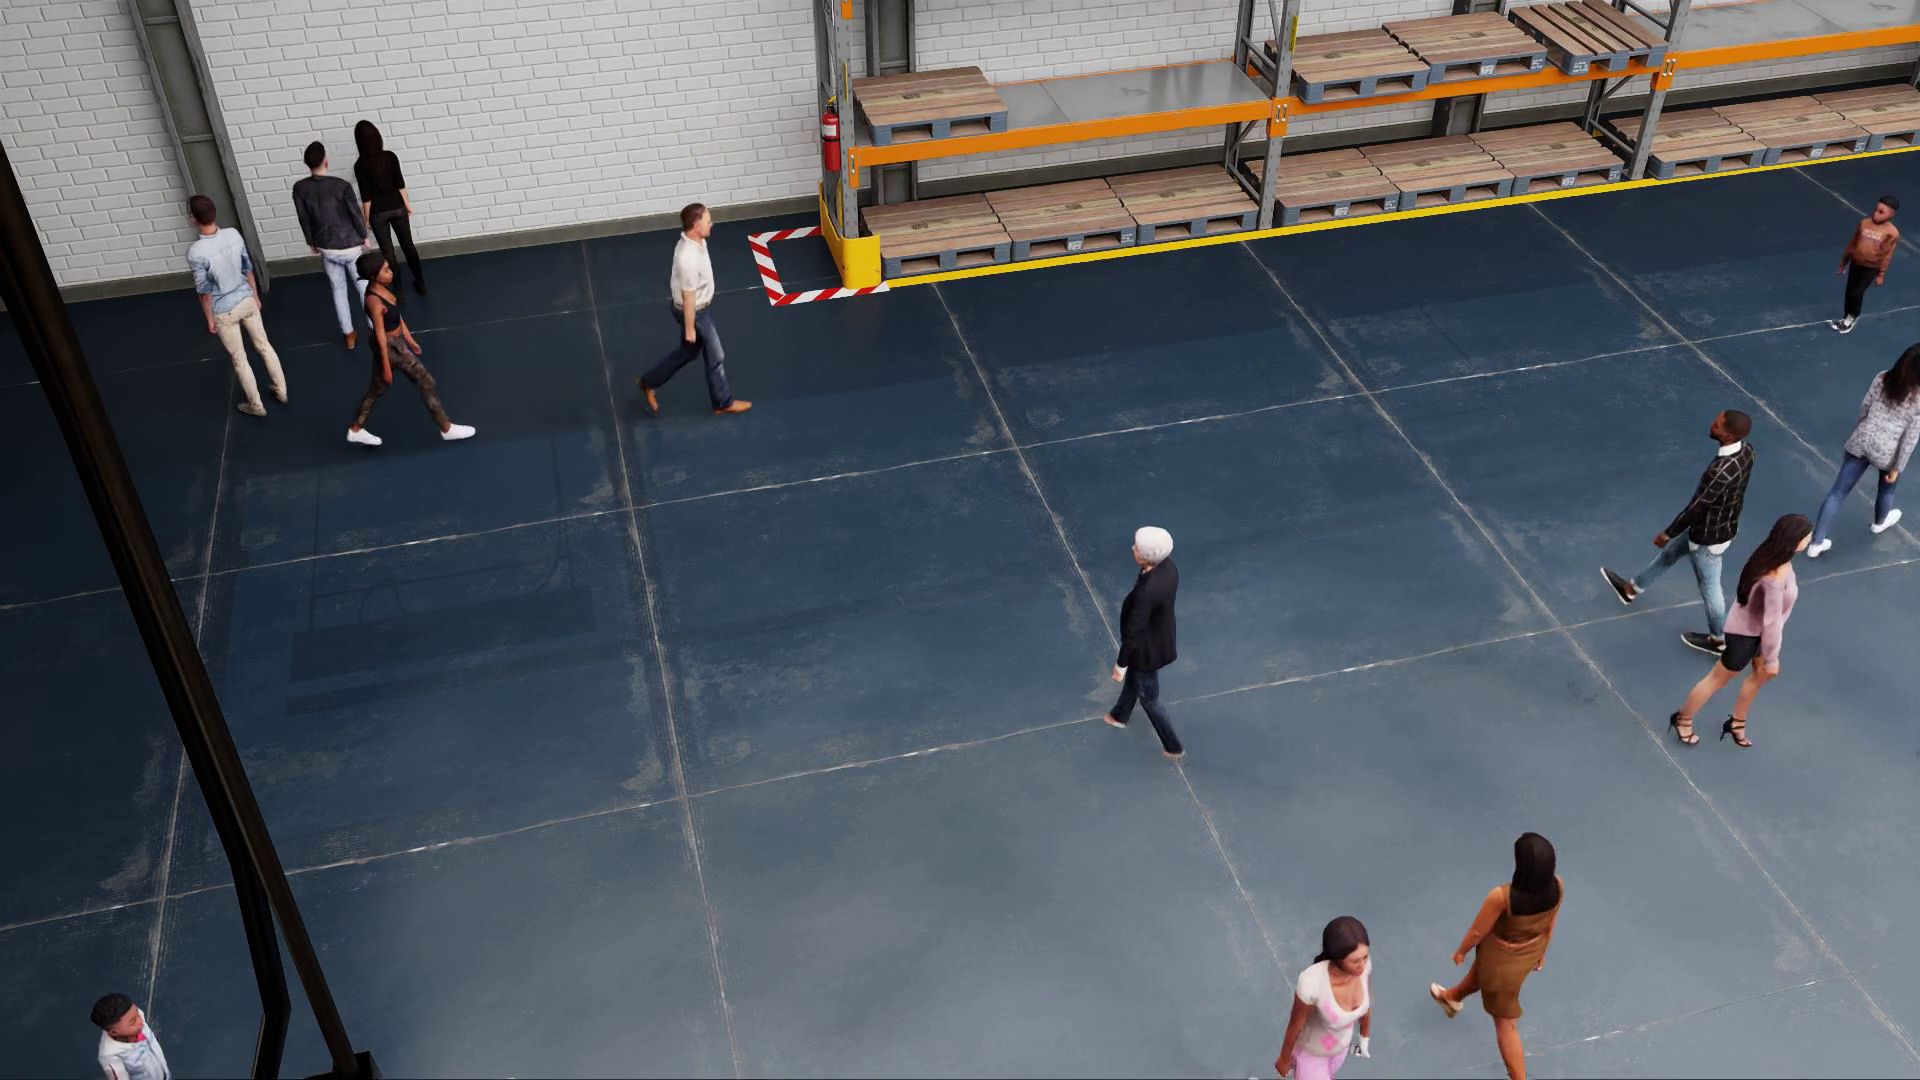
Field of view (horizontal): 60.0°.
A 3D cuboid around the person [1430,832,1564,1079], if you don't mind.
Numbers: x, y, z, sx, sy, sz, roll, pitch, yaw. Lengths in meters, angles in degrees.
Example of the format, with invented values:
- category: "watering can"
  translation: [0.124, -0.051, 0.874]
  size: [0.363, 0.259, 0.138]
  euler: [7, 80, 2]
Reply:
- category: "person"
  translation: [2.720, 2.128, 8.133]
  size: [1.079, 1.642, 0.723]
  euler: [-14, 41, -17]

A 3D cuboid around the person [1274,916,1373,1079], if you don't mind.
- category: "person"
  translation: [1.637, 2.320, 7.820]
  size: [0.641, 1.732, 0.750]
  euler: [-22, 44, -25]

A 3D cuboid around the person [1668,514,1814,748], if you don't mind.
- category: "person"
  translation: [4.603, 0.565, 9.970]
  size: [0.904, 1.792, 0.842]
  euler: [18, 42, 21]

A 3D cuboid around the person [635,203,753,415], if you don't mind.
- category: "person"
  translation: [-2.163, -1.730, 12.830]
  size: [1.219, 1.809, 0.864]
  euler: [2, 39, 2]

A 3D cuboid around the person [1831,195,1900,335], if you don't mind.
- category: "person"
  translation: [7.693, -2.340, 14.047]
  size: [0.568, 1.244, 0.577]
  euler: [-20, 43, -23]

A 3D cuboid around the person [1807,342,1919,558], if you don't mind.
- category: "person"
  translation: [6.263, -0.583, 11.487]
  size: [1.171, 1.694, 0.870]
  euler: [-23, 44, -26]

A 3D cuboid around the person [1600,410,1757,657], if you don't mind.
- category: "person"
  translation: [4.900, 0.011, 10.683]
  size: [1.176, 1.769, 1.208]
  euler: [27, 46, 30]

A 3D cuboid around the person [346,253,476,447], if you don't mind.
- category: "person"
  translation: [-4.373, -1.386, 12.522]
  size: [1.164, 1.656, 0.558]
  euler: [-9, 39, -11]

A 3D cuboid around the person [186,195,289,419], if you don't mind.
- category: "person"
  translation: [-5.642, -1.810, 12.901]
  size: [0.784, 1.846, 0.700]
  euler: [23, 44, 26]

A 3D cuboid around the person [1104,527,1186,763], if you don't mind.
- category: "person"
  translation: [1.207, 0.701, 10.007]
  size: [1.067, 1.771, 1.084]
  euler: [18, 42, 21]

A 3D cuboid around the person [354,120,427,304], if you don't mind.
- category: "person"
  translation: [-4.939, -2.832, 14.345]
  size: [0.592, 1.641, 0.719]
  euler: [-29, 47, -31]

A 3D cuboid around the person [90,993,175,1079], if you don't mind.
- category: "person"
  translation: [-3.934, 2.568, 7.902]
  size: [0.759, 1.243, 0.644]
  euler: [6, 39, 8]

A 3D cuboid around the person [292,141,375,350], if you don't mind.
- category: "person"
  translation: [-5.093, -2.410, 13.659]
  size: [0.539, 1.837, 0.751]
  euler: [-3, 39, -4]
